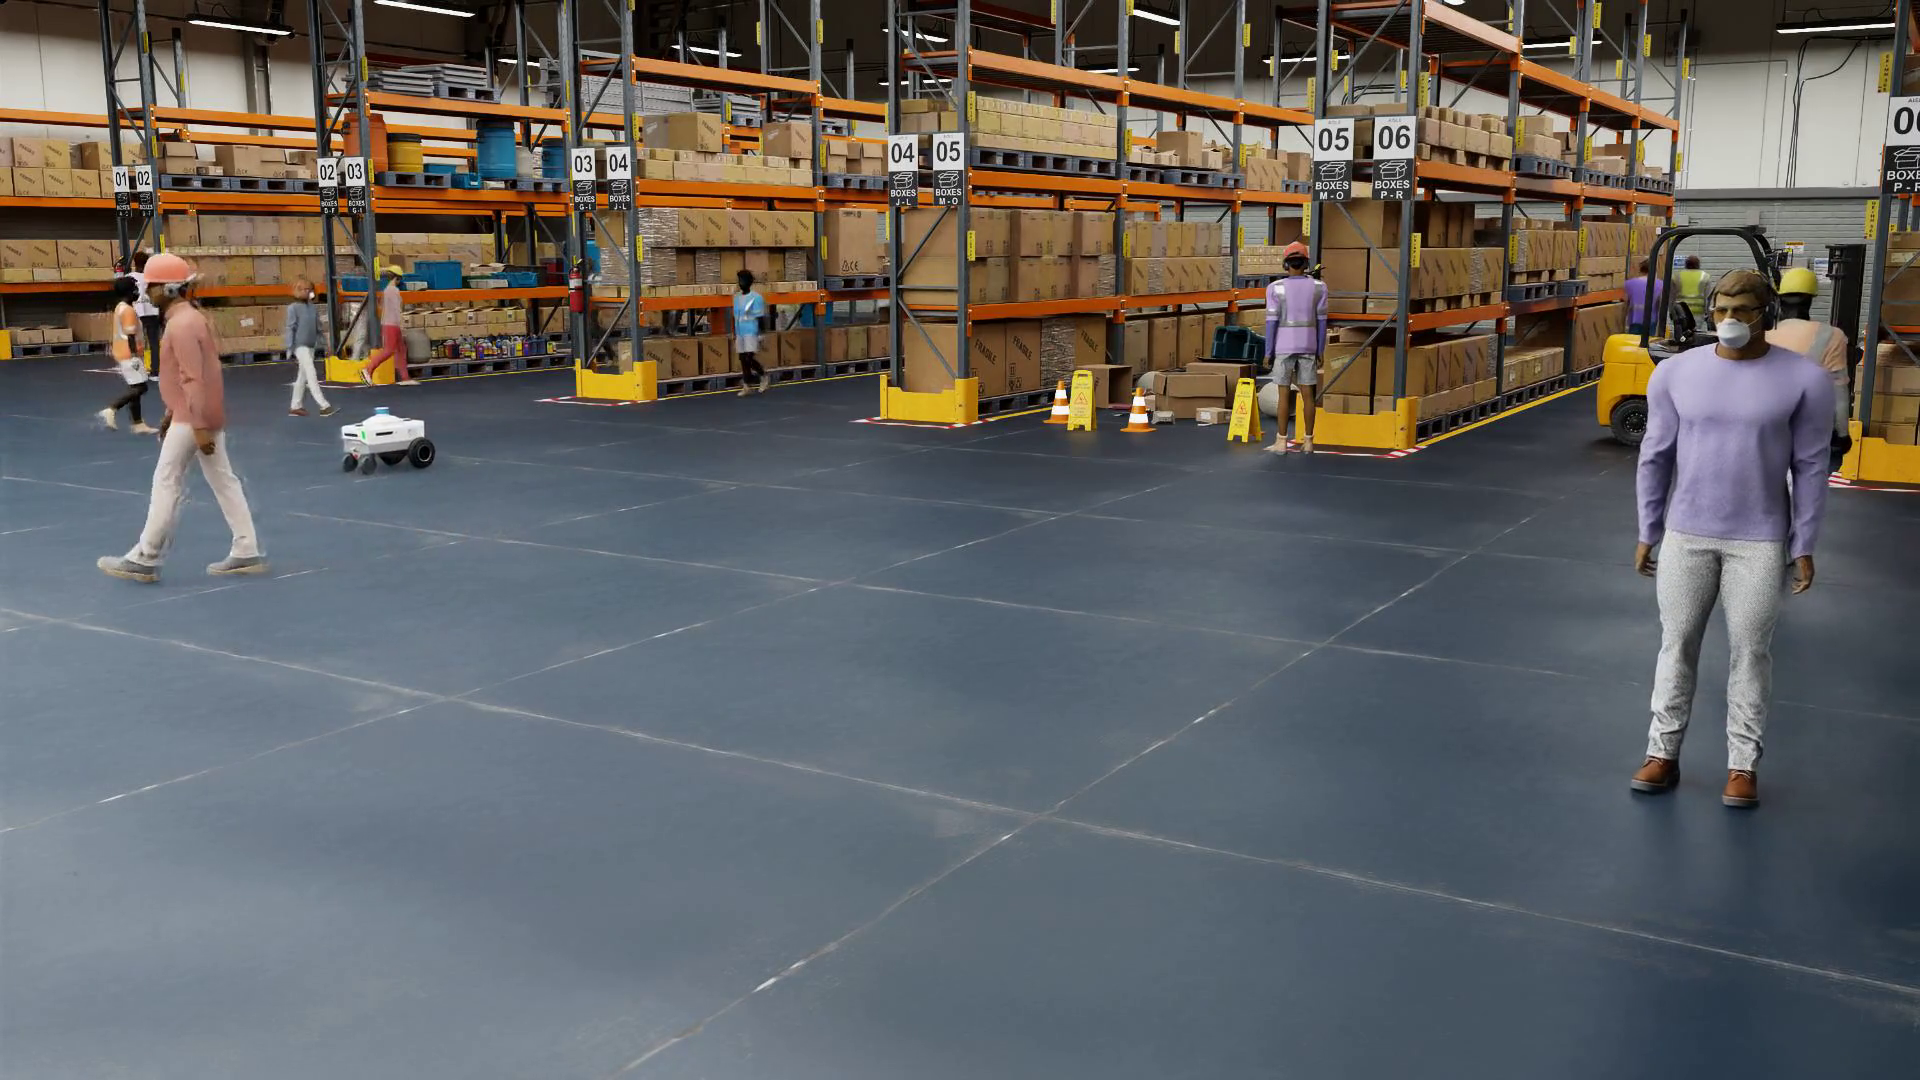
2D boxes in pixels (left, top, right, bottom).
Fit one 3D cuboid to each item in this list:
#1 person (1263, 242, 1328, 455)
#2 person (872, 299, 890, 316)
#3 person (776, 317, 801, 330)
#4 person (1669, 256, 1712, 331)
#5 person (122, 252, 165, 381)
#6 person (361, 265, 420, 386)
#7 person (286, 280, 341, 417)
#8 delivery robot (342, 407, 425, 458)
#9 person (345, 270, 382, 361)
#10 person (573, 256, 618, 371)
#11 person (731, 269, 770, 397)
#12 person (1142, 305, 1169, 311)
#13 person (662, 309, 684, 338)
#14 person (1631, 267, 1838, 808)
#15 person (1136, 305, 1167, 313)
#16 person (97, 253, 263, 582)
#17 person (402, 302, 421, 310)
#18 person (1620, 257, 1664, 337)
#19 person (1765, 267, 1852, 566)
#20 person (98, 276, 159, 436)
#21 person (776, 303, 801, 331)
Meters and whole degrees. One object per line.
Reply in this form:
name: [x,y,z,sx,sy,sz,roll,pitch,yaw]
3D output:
person: [3.201,-1.827,15.945,0.605,2.033,0.392,-1,10,-4]
person: [-1.399,-4.248,30.394,0.492,1.711,0.737,5,11,24]
person: [-3.228,-4.368,30.566,0.635,1.901,0.950,5,11,28]
person: [12.163,-3.811,27.708,0.657,1.795,0.949,5,11,27]
person: [-12.104,-3.307,24.628,0.819,1.884,0.616,9,14,42]
person: [-8.077,-3.012,23.444,0.763,1.716,0.599,-5,11,-28]
person: [-7.529,-2.217,19.354,0.829,1.593,0.522,3,10,14]
delivery robot: [-5.153,-0.944,14.873,0.477,0.478,0.707,7,12,33]
person: [-9.249,-3.391,25.897,0.539,1.594,0.832,6,12,29]
person: [-5.869,-3.620,26.598,0.513,1.823,0.809,6,12,31]
person: [-2.800,-2.718,21.919,0.535,1.688,0.385,9,13,41]
person: [3.772,-4.742,32.248,0.686,2.000,0.538,5,11,25]
person: [-6.111,-5.261,35.328,0.653,1.973,0.628,5,11,26]
person: [2.765,-0.005,6.004,0.631,1.938,0.362,7,12,34]
person: [3.164,-3.778,27.359,0.592,1.863,0.336,4,11,21]
person: [-4.737,-0.728,9.997,0.957,1.949,0.630,-3,10,-14]
person: [-11.050,-4.762,33.001,0.613,1.810,0.621,4,11,19]
person: [9.510,-3.009,23.134,0.588,1.826,0.445,5,11,27]
person: [5.031,-0.704,10.119,0.982,1.891,0.588,-9,13,-40]
person: [-8.725,-1.912,17.374,0.495,1.683,0.547,-6,12,-31]
person: [-3.030,-4.080,29.156,0.601,1.836,0.423,8,13,38]
